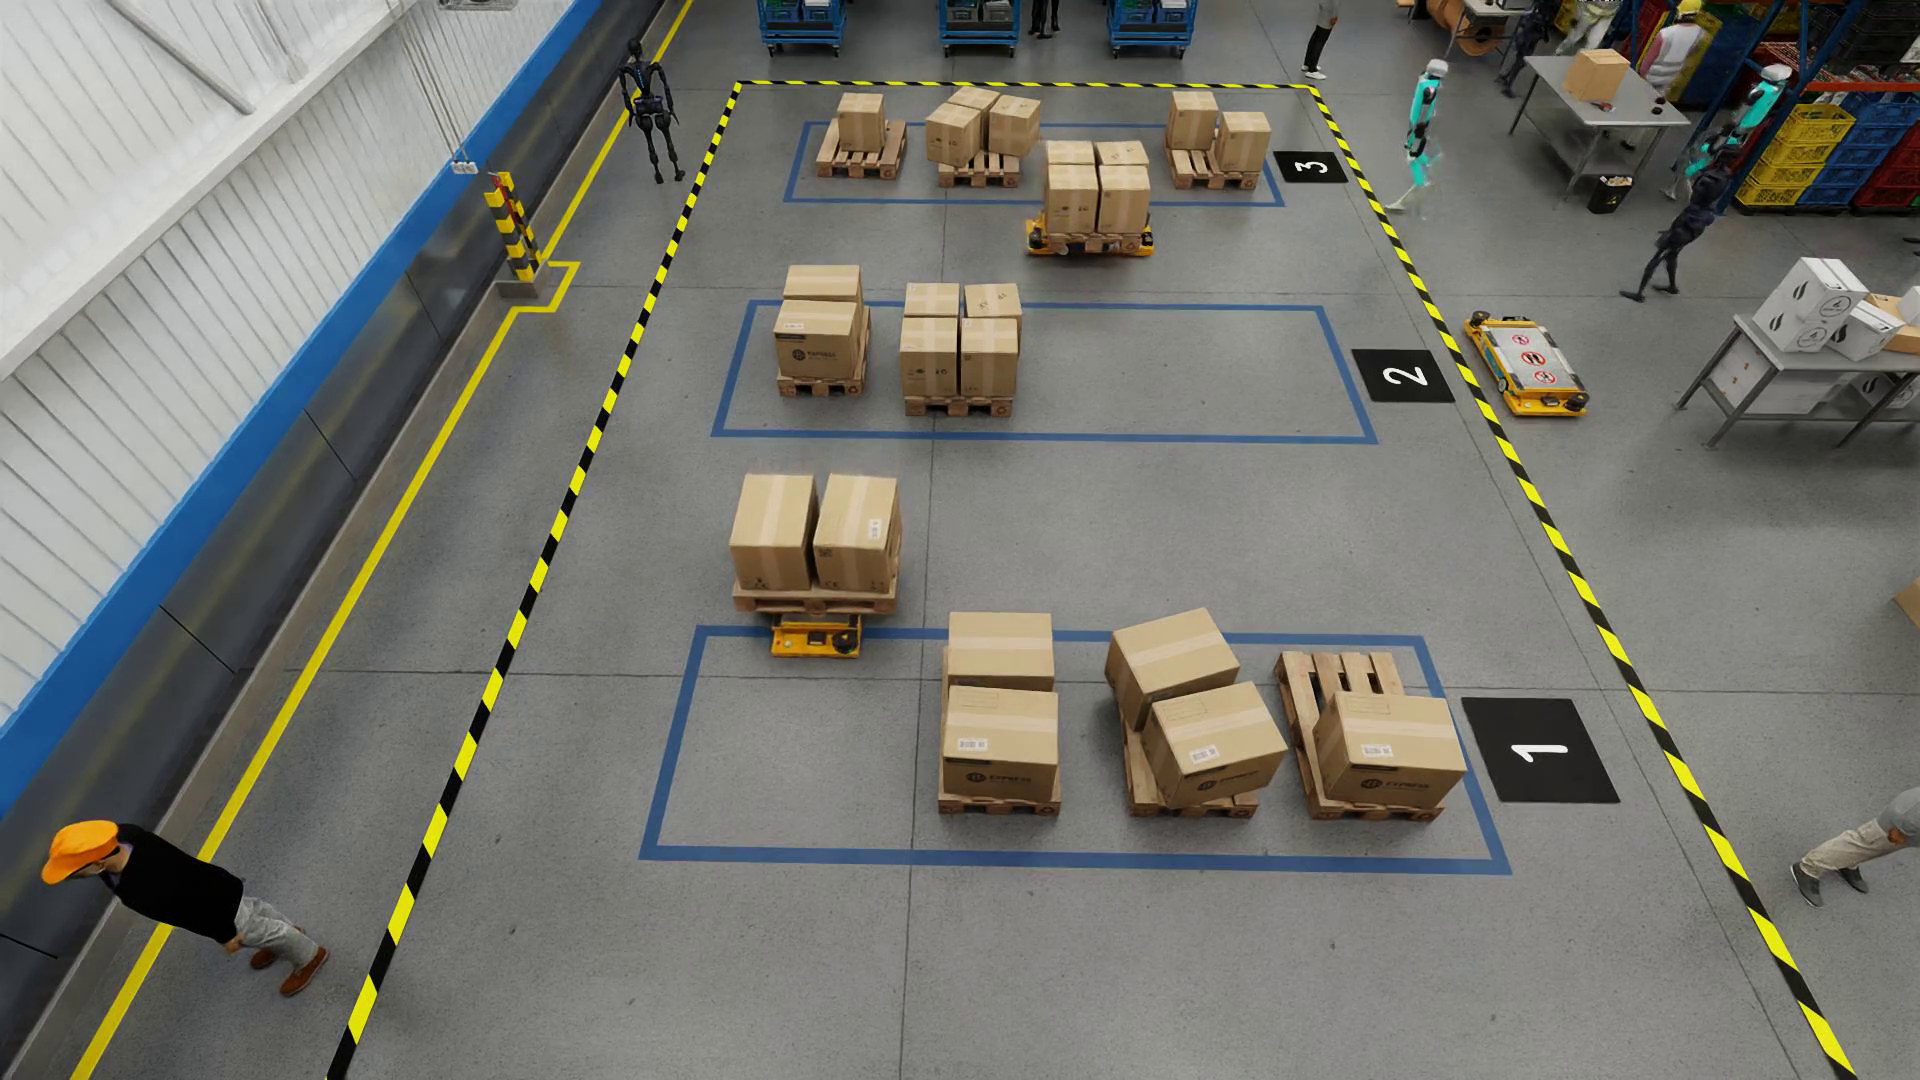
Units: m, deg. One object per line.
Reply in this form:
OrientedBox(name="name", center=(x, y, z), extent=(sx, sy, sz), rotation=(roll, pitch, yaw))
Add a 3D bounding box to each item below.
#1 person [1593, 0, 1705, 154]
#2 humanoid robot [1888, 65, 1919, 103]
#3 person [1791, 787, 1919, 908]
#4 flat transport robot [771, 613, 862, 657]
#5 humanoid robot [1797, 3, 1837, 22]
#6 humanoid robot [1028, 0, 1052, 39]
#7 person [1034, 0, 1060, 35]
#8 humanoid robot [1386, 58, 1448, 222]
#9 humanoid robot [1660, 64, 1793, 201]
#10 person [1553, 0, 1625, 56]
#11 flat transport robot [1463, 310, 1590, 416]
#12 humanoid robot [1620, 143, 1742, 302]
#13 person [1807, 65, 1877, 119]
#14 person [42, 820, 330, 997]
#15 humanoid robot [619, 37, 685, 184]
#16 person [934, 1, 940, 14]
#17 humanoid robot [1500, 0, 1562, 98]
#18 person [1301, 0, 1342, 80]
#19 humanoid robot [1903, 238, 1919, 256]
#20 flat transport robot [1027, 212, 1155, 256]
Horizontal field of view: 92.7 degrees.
OrientedBox(name="person", center=(8.832, -5.962, 11.683), extent=(0.598, 1.799, 0.818), rotation=(3, 49, 2))
OrientedBox(name="humanoid robot", center=(12.235, -5.869, 11.663), extent=(0.660, 1.832, 0.543), rotation=(-20, 52, -17))
OrientedBox(name="person", center=(5.495, 1.560, 5.190), extent=(0.562, 1.769, 0.400), rotation=(-10, 50, -8))
OrientedBox(name="flat transport robot", center=(-1.075, 0.283, 7.270), extent=(0.652, 0.197, 1.431), rotation=(1, 49, 1))
OrientedBox(name="humanoid robot", center=(13.121, -8.306, 13.789), extent=(0.599, 1.641, 0.381), rotation=(12, 50, 10))
OrientedBox(name="humanoid robot", center=(1.281, -8.664, 14.091), extent=(0.315, 1.657, 0.599), rotation=(-23, 53, -19))
OrientedBox(name="person", center=(1.412, -8.870, 14.088), extent=(0.602, 1.966, 0.367), rotation=(-6, 49, -5))
OrientedBox(name="humanoid robot", center=(5.376, -4.480, 10.515), extent=(0.762, 1.896, 0.544), rotation=(11, 50, 9))
OrientedBox(name="humanoid robot", center=(8.734, -4.650, 10.611), extent=(0.559, 1.762, 0.987), rotation=(-18, 52, -15))
OrientedBox(name="person", center=(8.988, -7.473, 12.992), extent=(0.629, 1.806, 0.897), rotation=(6, 49, 5))
OrientedBox(name="flat transport robot", center=(5.573, -1.757, 9.054), extent=(0.659, 0.231, 1.431), rotation=(1, 49, 1))
OrientedBox(name="humanoid robot", center=(7.500, -3.208, 9.386), extent=(0.609, 1.644, 0.421), rotation=(-25, 54, -20))
OrientedBox(name="person", center=(11.246, -5.858, 11.537), extent=(0.354, 1.883, 0.572), rotation=(5, 49, 4))
OrientedBox(name="person", center=(-3.973, 1.926, 4.798), extent=(0.586, 1.884, 0.385), rotation=(28, 55, 22))
OrientedBox(name="humanoid robot", center=(-3.737, -5.170, 11.065), extent=(0.599, 1.659, 0.315), rotation=(-7, 50, -6))
OrientedBox(name="person", center=(-0.056, -9.398, 14.594), extent=(0.824, 1.887, 0.692), rotation=(27, 54, 22))
OrientedBox(name="humanoid robot", center=(7.961, -7.097, 12.750), extent=(0.601, 1.653, 0.448), rotation=(-23, 53, -18))
OrientedBox(name="person", center=(5.317, -7.597, 13.062), extent=(0.400, 1.851, 0.591), rotation=(2, 49, 2))
OrientedBox(name="humanoid robot", center=(11.081, -3.892, 9.960), extent=(0.315, 1.657, 0.599), rotation=(13, 50, 11))
OrientedBox(name="flat transport robot", center=(1.500, -3.563, 10.599), extent=(1.431, 0.197, 0.652), rotation=(1, 49, 1))
